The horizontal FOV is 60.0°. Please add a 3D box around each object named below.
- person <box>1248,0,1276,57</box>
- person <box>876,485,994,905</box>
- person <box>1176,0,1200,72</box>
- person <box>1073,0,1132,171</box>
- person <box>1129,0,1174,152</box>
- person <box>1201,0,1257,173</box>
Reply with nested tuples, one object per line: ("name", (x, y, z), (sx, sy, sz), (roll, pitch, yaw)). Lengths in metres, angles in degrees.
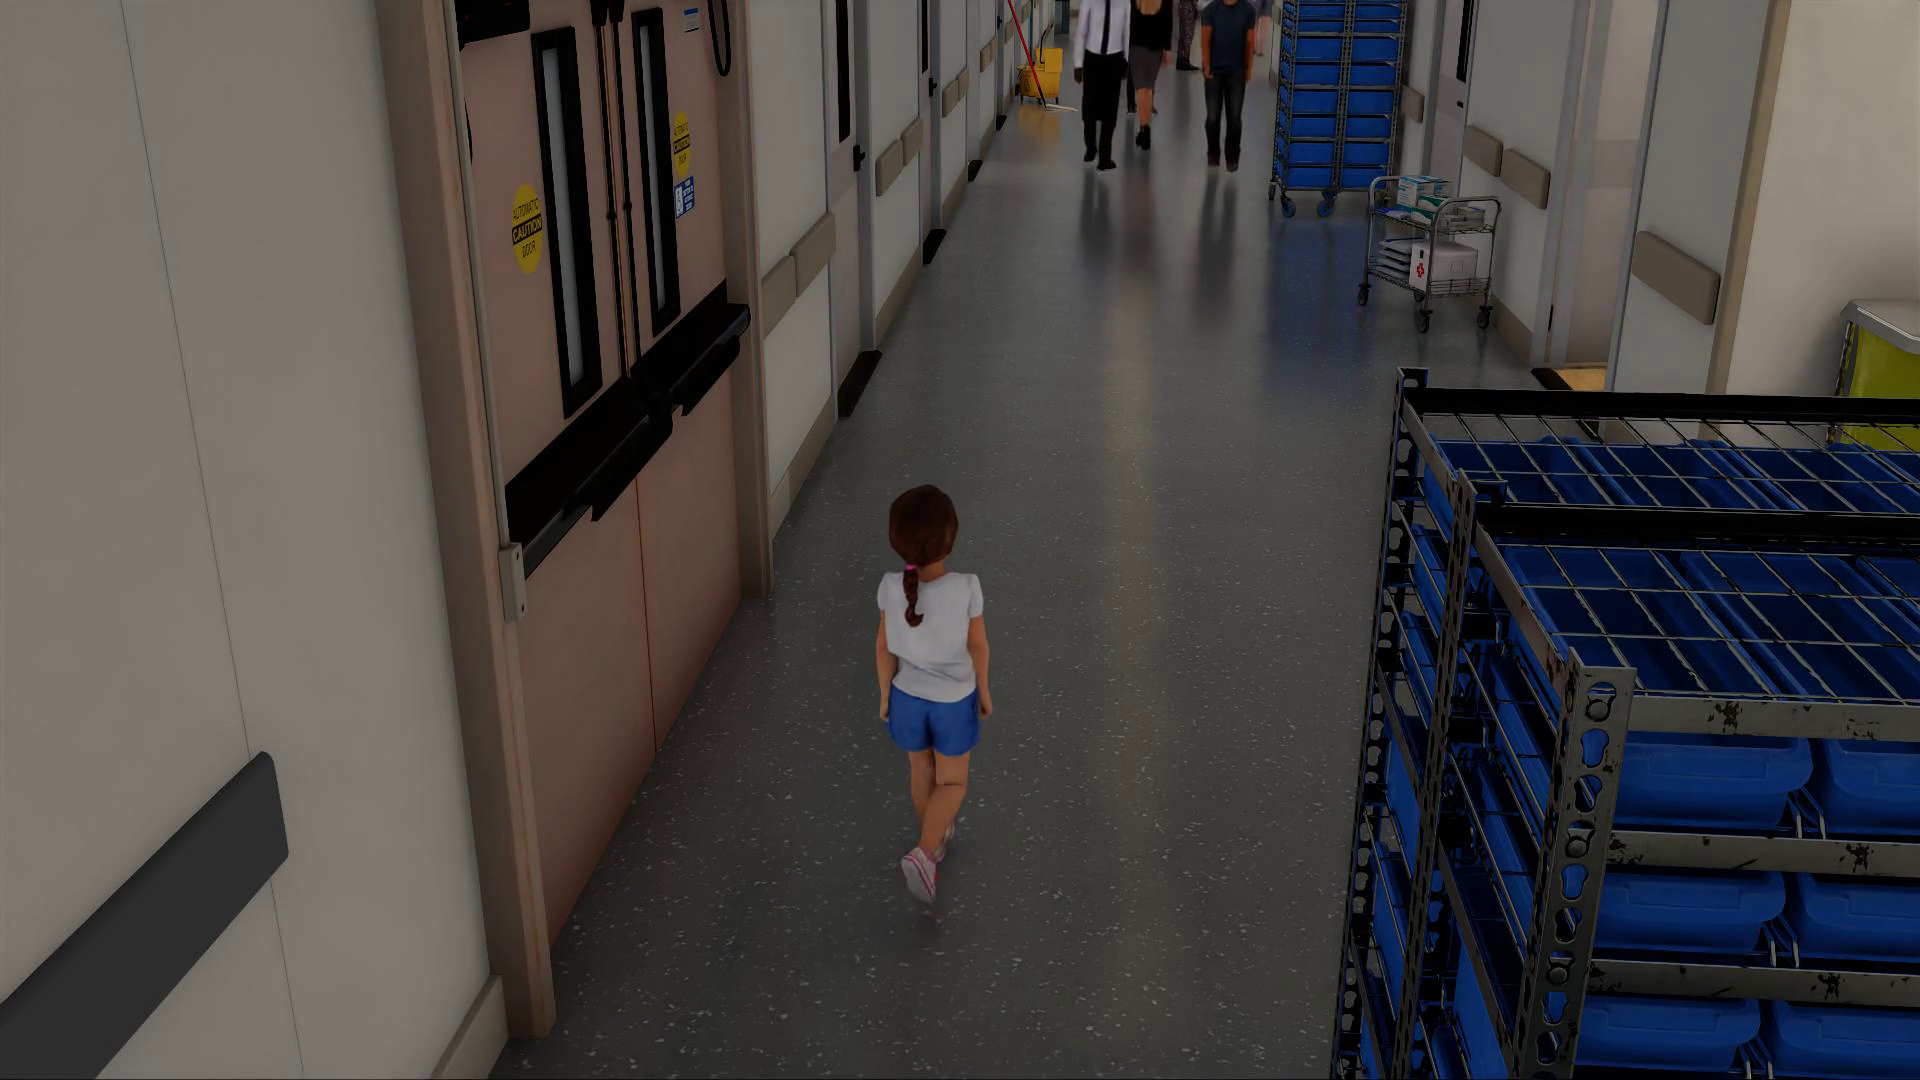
("person", (4.903, -8.773, 26.958), (0.770, 1.803, 1.006), (5, 21, 14))
("person", (-0.072, 0.371, 3.930), (0.491, 1.014, 0.683), (5, 21, 13))
("person", (3.383, -7.877, 24.719), (0.718, 1.713, 0.616), (-6, 22, -15))
("person", (1.275, -4.255, 15.079), (0.744, 1.767, 1.305), (1, 21, 2))
("person", (1.783, -4.579, 15.900), (0.684, 1.790, 1.198), (-1, 21, -2))
("person", (2.362, -4.217, 14.979), (0.634, 1.767, 1.111), (1, 21, 4))
